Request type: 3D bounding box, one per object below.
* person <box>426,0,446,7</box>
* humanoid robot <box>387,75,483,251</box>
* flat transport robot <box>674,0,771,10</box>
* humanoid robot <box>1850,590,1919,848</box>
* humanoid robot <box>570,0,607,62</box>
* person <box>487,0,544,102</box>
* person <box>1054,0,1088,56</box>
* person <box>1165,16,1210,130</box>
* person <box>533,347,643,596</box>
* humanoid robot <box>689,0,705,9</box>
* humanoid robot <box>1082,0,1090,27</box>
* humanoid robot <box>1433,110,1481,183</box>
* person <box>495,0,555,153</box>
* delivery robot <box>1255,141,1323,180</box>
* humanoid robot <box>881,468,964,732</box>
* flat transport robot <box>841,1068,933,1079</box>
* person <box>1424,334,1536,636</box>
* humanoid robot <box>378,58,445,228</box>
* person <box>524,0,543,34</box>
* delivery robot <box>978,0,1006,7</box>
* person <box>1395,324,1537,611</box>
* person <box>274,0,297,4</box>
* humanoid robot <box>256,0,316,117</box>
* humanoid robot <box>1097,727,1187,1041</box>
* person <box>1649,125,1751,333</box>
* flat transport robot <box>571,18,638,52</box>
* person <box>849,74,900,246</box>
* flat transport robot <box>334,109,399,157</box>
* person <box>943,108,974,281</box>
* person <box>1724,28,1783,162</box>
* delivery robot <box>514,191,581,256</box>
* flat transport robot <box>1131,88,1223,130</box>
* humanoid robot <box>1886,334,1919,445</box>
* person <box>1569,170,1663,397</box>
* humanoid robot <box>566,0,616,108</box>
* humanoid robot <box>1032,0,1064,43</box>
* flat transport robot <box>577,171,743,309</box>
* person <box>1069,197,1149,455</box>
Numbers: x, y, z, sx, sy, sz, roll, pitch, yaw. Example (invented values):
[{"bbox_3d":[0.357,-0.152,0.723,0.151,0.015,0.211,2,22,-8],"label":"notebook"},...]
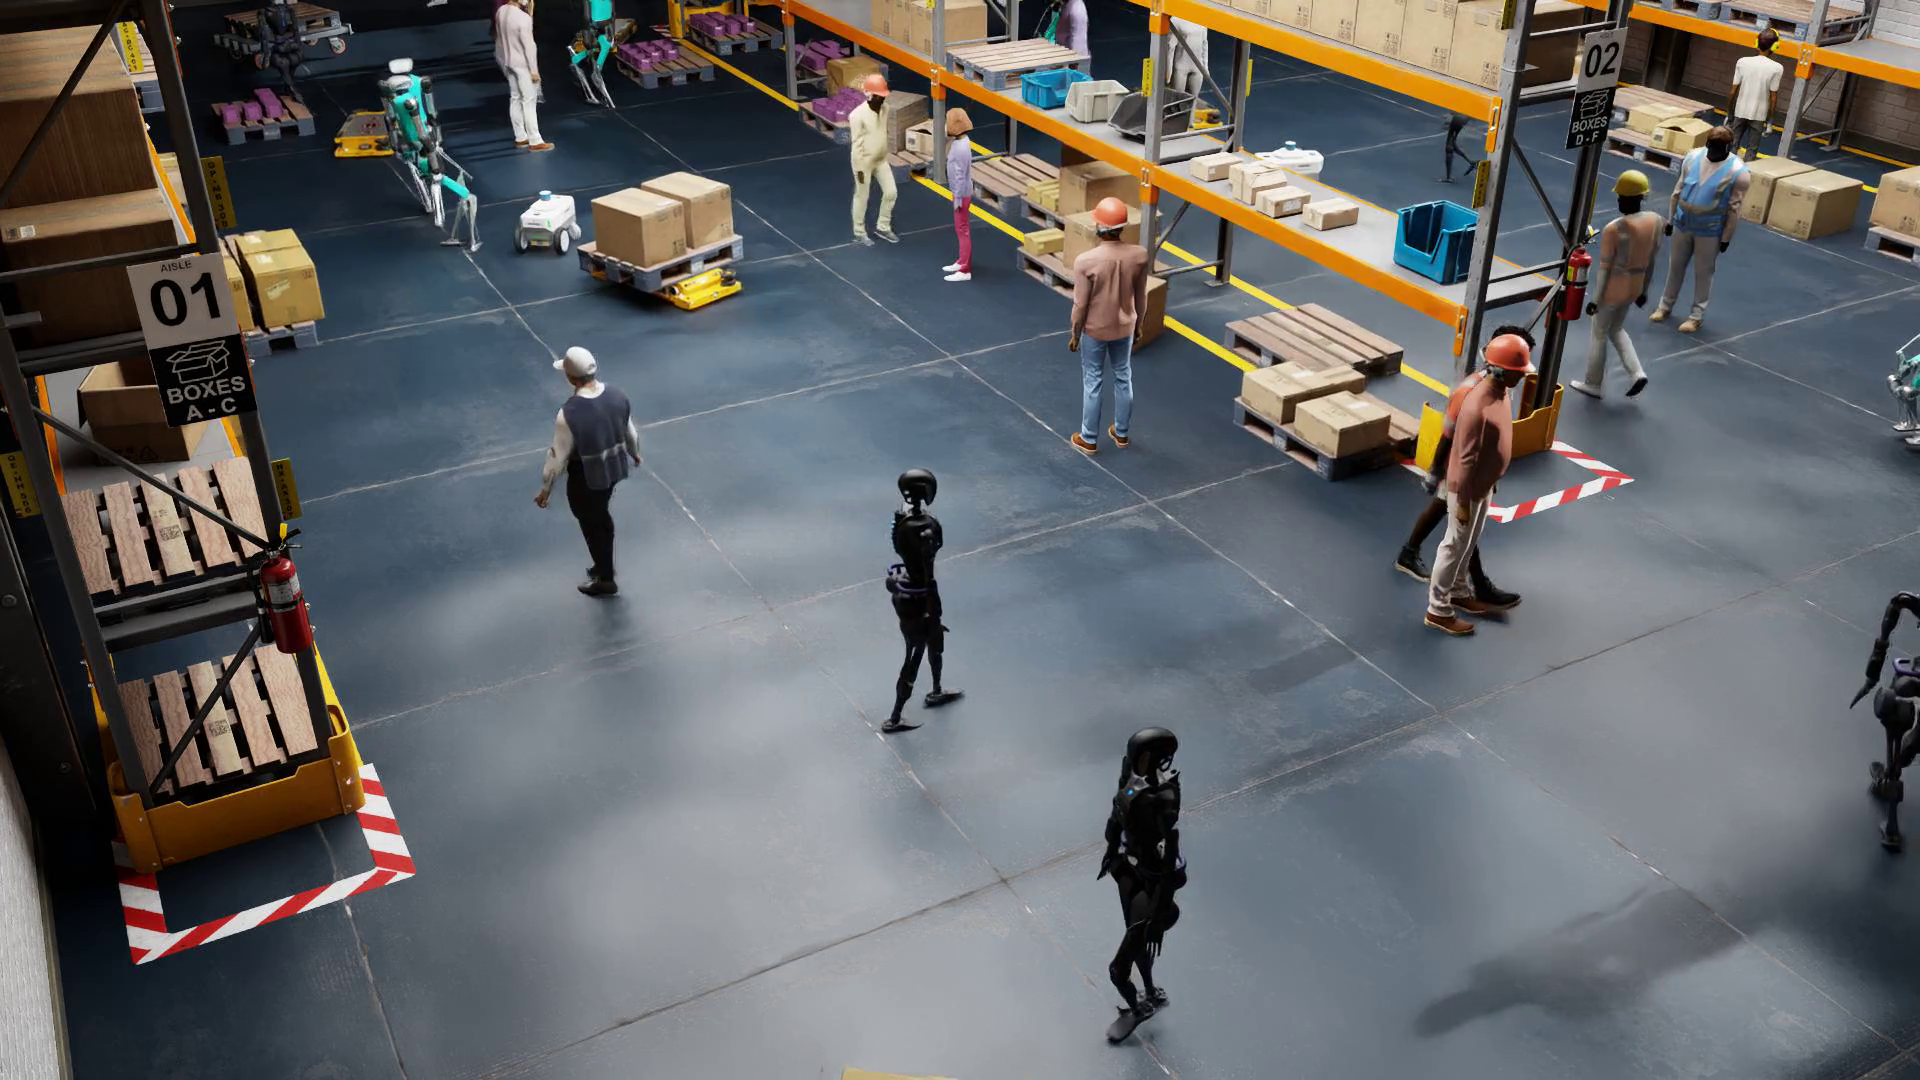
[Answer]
[{"bbox_3d":[-8.375,-9.181,26.041,0.546,1.611,0.526,-23,37,-34],"label":"person"},{"bbox_3d":[-5.097,-3.727,16.430,0.820,1.779,0.604,-23,37,-34],"label":"humanoid robot"},{"bbox_3d":[-3.768,-8.577,26.341,1.431,0.231,0.659,-10,31,-17],"label":"flat transport robot"},{"bbox_3d":[5.003,0.783,8.667,0.584,1.627,0.692,9,31,16],"label":"humanoid robot"},{"bbox_3d":[-5.140,-7.435,22.937,0.589,1.659,0.323,15,33,24],"label":"humanoid robot"},{"bbox_3d":[-5.682,-6.480,21.066,0.626,1.907,0.511,14,33,23],"label":"person"},{"bbox_3d":[1.324,-5.728,19.778,0.574,1.866,0.755,-2,30,-4],"label":"person"},{"bbox_3d":[2.650,-5.521,19.390,0.586,1.894,0.360,-13,32,-21],"label":"person"},{"bbox_3d":[-2.376,-0.435,10.678,0.543,1.743,0.815,18,35,29],"label":"person"},{"bbox_3d":[-4.164,-8.763,25.196,0.872,1.782,0.544,-17,34,-26],"label":"humanoid robot"},{"bbox_3d":[1.626,-7.652,23.313,0.358,1.641,0.590,11,32,18],"label":"humanoid robot"},{"bbox_3d":[5.525,-4.725,18.228,0.439,1.647,0.601,13,32,21],"label":"humanoid robot"},{"bbox_3d":[-5.087,-5.486,19.289,0.374,1.936,0.627,-26,39,-38],"label":"person"},{"bbox_3d":[3.573,-4.053,18.160,0.731,0.575,0.514,-5,30,-9],"label":"delivery robot"},{"bbox_3d":[-0.201,0.334,9.423,0.567,1.640,0.588,-9,31,-16],"label":"humanoid robot"},{"bbox_3d":[0.058,2.840,6.465,0.659,0.231,1.431,5,30,8],"label":"flat transport robot"},{"bbox_3d":[3.211,-0.344,10.289,0.406,1.987,0.613,18,35,29],"label":"person"},{"bbox_3d":[-5.600,-4.138,17.155,0.542,1.759,0.888,-8,31,-13],"label":"humanoid robot"},{"bbox_3d":[-6.162,-7.715,23.391,0.568,1.704,0.870,-12,32,-20],"label":"person"},{"bbox_3d":[0.402,-8.697,26.259,0.792,0.592,0.499,-8,31,-14],"label":"delivery robot"},{"bbox_3d":[3.297,-0.487,10.621,0.942,1.898,0.634,23,37,35],"label":"person"},{"bbox_3d":[-10.017,-8.486,24.605,0.431,1.844,0.623,13,32,22],"label":"person"},{"bbox_3d":[-8.335,-6.020,20.542,0.786,1.636,0.611,17,34,27],"label":"humanoid robot"},{"bbox_3d":[0.810,1.503,7.375,0.388,1.648,0.596,-11,32,-18],"label":"humanoid robot"},{"bbox_3d":[6.499,-2.739,14.612,0.430,1.837,0.628,-20,35,-31],"label":"person"},{"bbox_3d":[-5.166,-7.353,24.210,0.659,0.231,1.431,1,30,2],"label":"flat transport robot"},{"bbox_3d":[-0.849,-3.743,16.456,0.564,1.731,0.573,24,38,35],"label":"person"},{"bbox_3d":[-7.023,-4.869,19.886,0.659,0.231,1.431,-4,30,-7],"label":"flat transport robot"},{"bbox_3d":[-0.014,-3.273,15.743,0.291,1.626,0.503,-1,30,-2],"label":"person"},{"bbox_3d":[8.344,-4.449,17.555,0.506,1.865,0.329,26,39,37],"label":"person"},{"bbox_3d":[-4.134,-3.179,16.670,0.507,0.608,0.779,4,30,8],"label":"delivery robot"},{"bbox_3d":[2.688,-5.392,20.797,0.659,0.231,1.431,-9,31,-15],"label":"flat transport robot"},{"bbox_3d":[7.387,-1.534,12.508,0.741,1.695,0.530,-3,30,-5],"label":"humanoid robot"},{"bbox_3d":[5.262,-1.984,13.219,0.582,1.907,0.544,-15,33,-25],"label":"person"},{"bbox_3d":[-4.662,-6.287,20.917,0.745,1.822,0.535,18,35,28],"label":"humanoid robot"},{"bbox_3d":[1.204,-6.831,21.871,0.641,1.841,0.541,-11,32,-19],"label":"humanoid robot"},{"bbox_3d":[-2.815,-2.524,15.803,1.431,0.231,0.659,22,37,34],"label":"flat transport robot"},{"bbox_3d":[1.103,-1.593,12.450,0.621,1.996,0.371,-11,32,-19],"label":"person"}]
